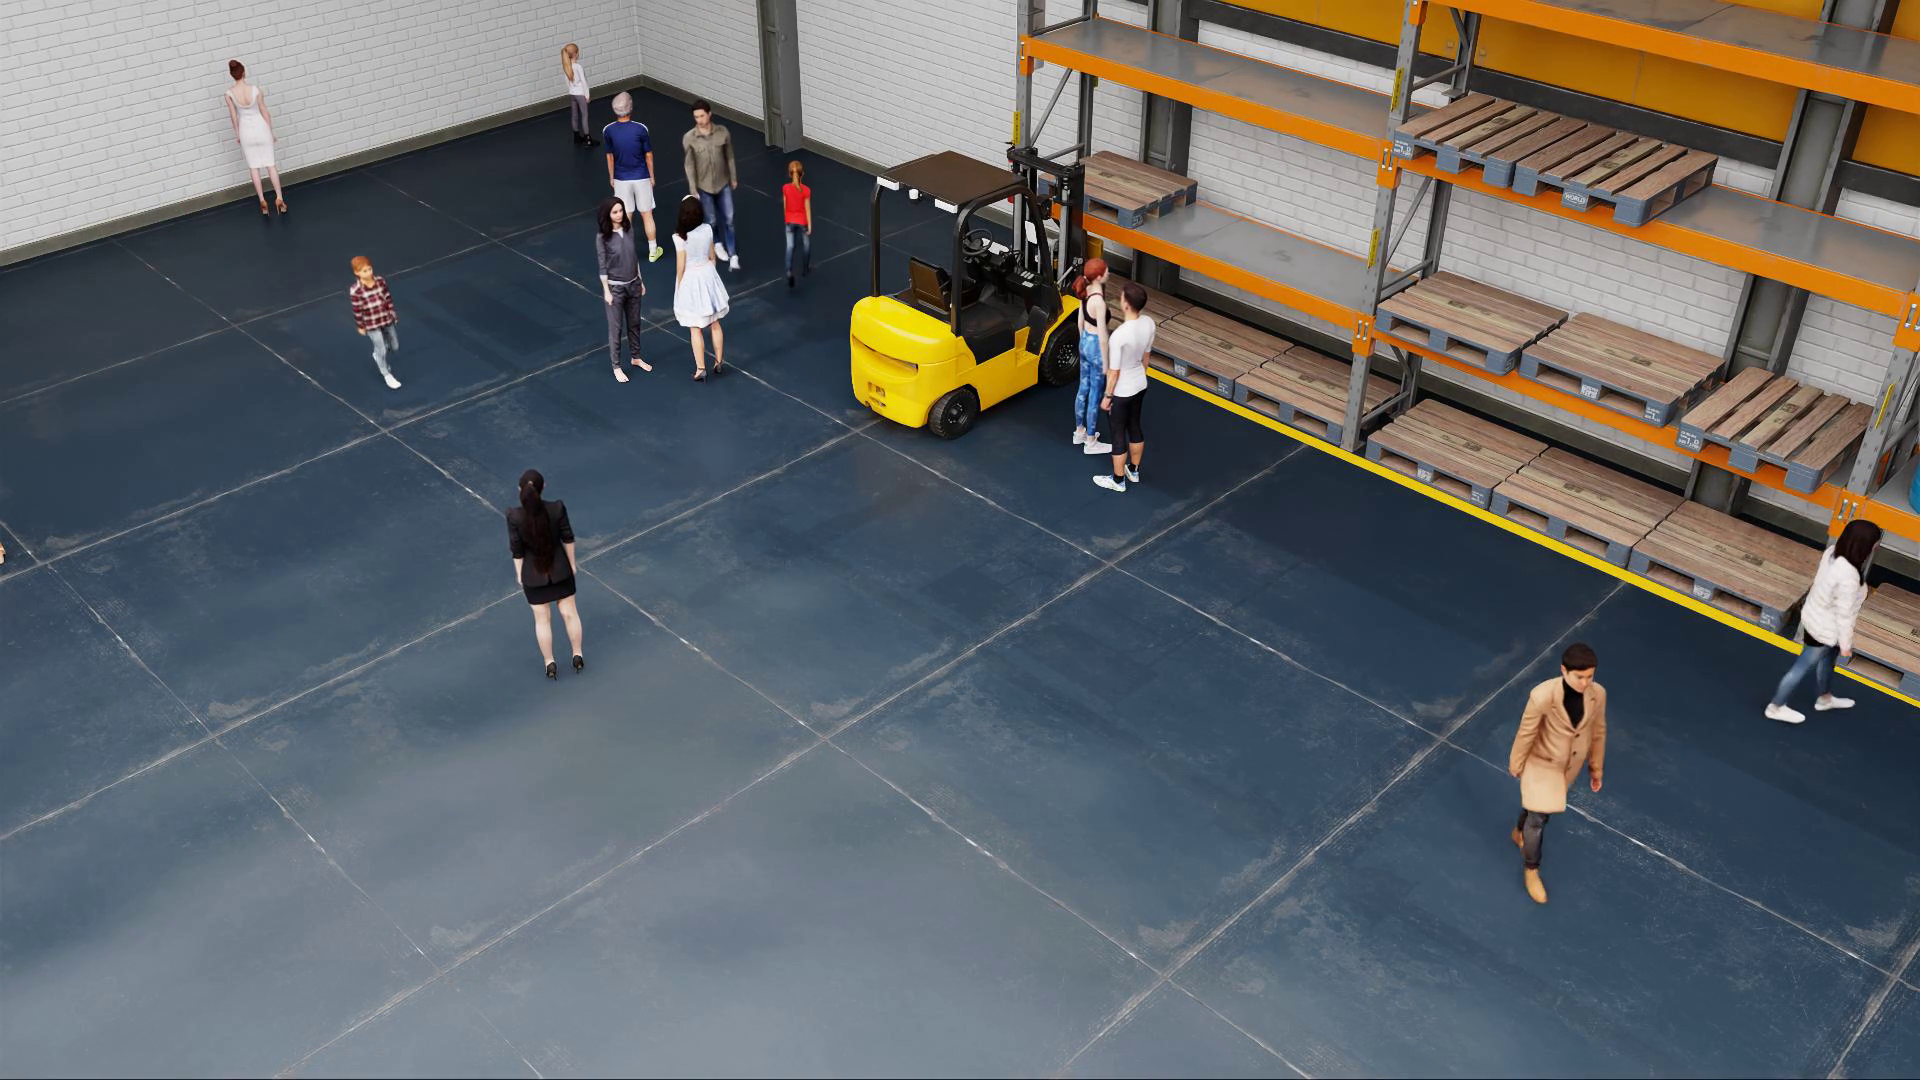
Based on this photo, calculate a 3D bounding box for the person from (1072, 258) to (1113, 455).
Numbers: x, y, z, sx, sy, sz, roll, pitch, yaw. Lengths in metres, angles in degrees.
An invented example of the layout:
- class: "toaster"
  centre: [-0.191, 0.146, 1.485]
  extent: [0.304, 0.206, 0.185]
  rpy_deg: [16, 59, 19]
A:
- class: "person"
  centre: [1.143, -1.580, 14.242]
  extent: [0.714, 1.785, 0.631]
  rpy_deg: [-14, 36, -20]

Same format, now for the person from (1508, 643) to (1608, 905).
- class: "person"
  centre: [3.547, 1.264, 10.037]
  extent: [0.898, 1.704, 1.007]
  rpy_deg: [-8, 34, -11]

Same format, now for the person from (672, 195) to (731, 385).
- class: "person"
  centre: [-2.396, -2.301, 15.298]
  extent: [0.728, 1.818, 0.752]
  rpy_deg: [-23, 40, -30]

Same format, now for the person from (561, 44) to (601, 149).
- class: "person"
  centre: [-4.747, -5.525, 20.634]
  extent: [0.486, 1.279, 0.585]
  rpy_deg: [20, 39, 28]

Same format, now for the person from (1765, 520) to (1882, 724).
- class: "person"
  centre: [5.743, 0.553, 11.181]
  extent: [0.986, 1.622, 0.899]
  rpy_deg: [6, 34, 9]

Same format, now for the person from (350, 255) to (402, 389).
- class: "person"
  centre: [-5.424, -2.050, 15.391]
  extent: [0.698, 1.297, 0.538]
  rpy_deg: [28, 43, 35]

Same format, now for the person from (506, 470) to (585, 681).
- class: "person"
  centre: [-2.871, 0.236, 11.590]
  extent: [0.672, 1.697, 0.668]
  rpy_deg: [-12, 36, -18]

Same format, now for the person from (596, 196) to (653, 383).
- class: "person"
  centre: [-3.143, -2.355, 15.426]
  extent: [0.516, 1.765, 0.599]
  rpy_deg: [27, 42, 34]

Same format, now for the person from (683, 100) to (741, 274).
- class: "person"
  centre: [-2.616, -3.743, 17.468]
  extent: [1.034, 1.815, 1.246]
  rpy_deg: [-13, 36, -18]

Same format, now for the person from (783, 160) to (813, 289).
- class: "person"
  centre: [-1.707, -3.248, 17.205]
  extent: [0.860, 1.283, 0.834]
  rpy_deg: [7, 34, 10]

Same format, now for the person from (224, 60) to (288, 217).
- class: "person"
  centre: [-7.908, -4.509, 18.643]
  extent: [0.642, 1.790, 0.651]
  rpy_deg: [-7, 34, -11]

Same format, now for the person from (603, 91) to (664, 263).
- class: "person"
  centre: [-3.464, -3.826, 17.573]
  extent: [0.721, 1.839, 0.762]
  rpy_deg: [-3, 34, -4]

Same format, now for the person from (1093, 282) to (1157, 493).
- class: "person"
  centre: [1.383, -1.263, 13.705]
  extent: [0.548, 1.852, 0.654]
  rpy_deg: [28, 43, 36]
